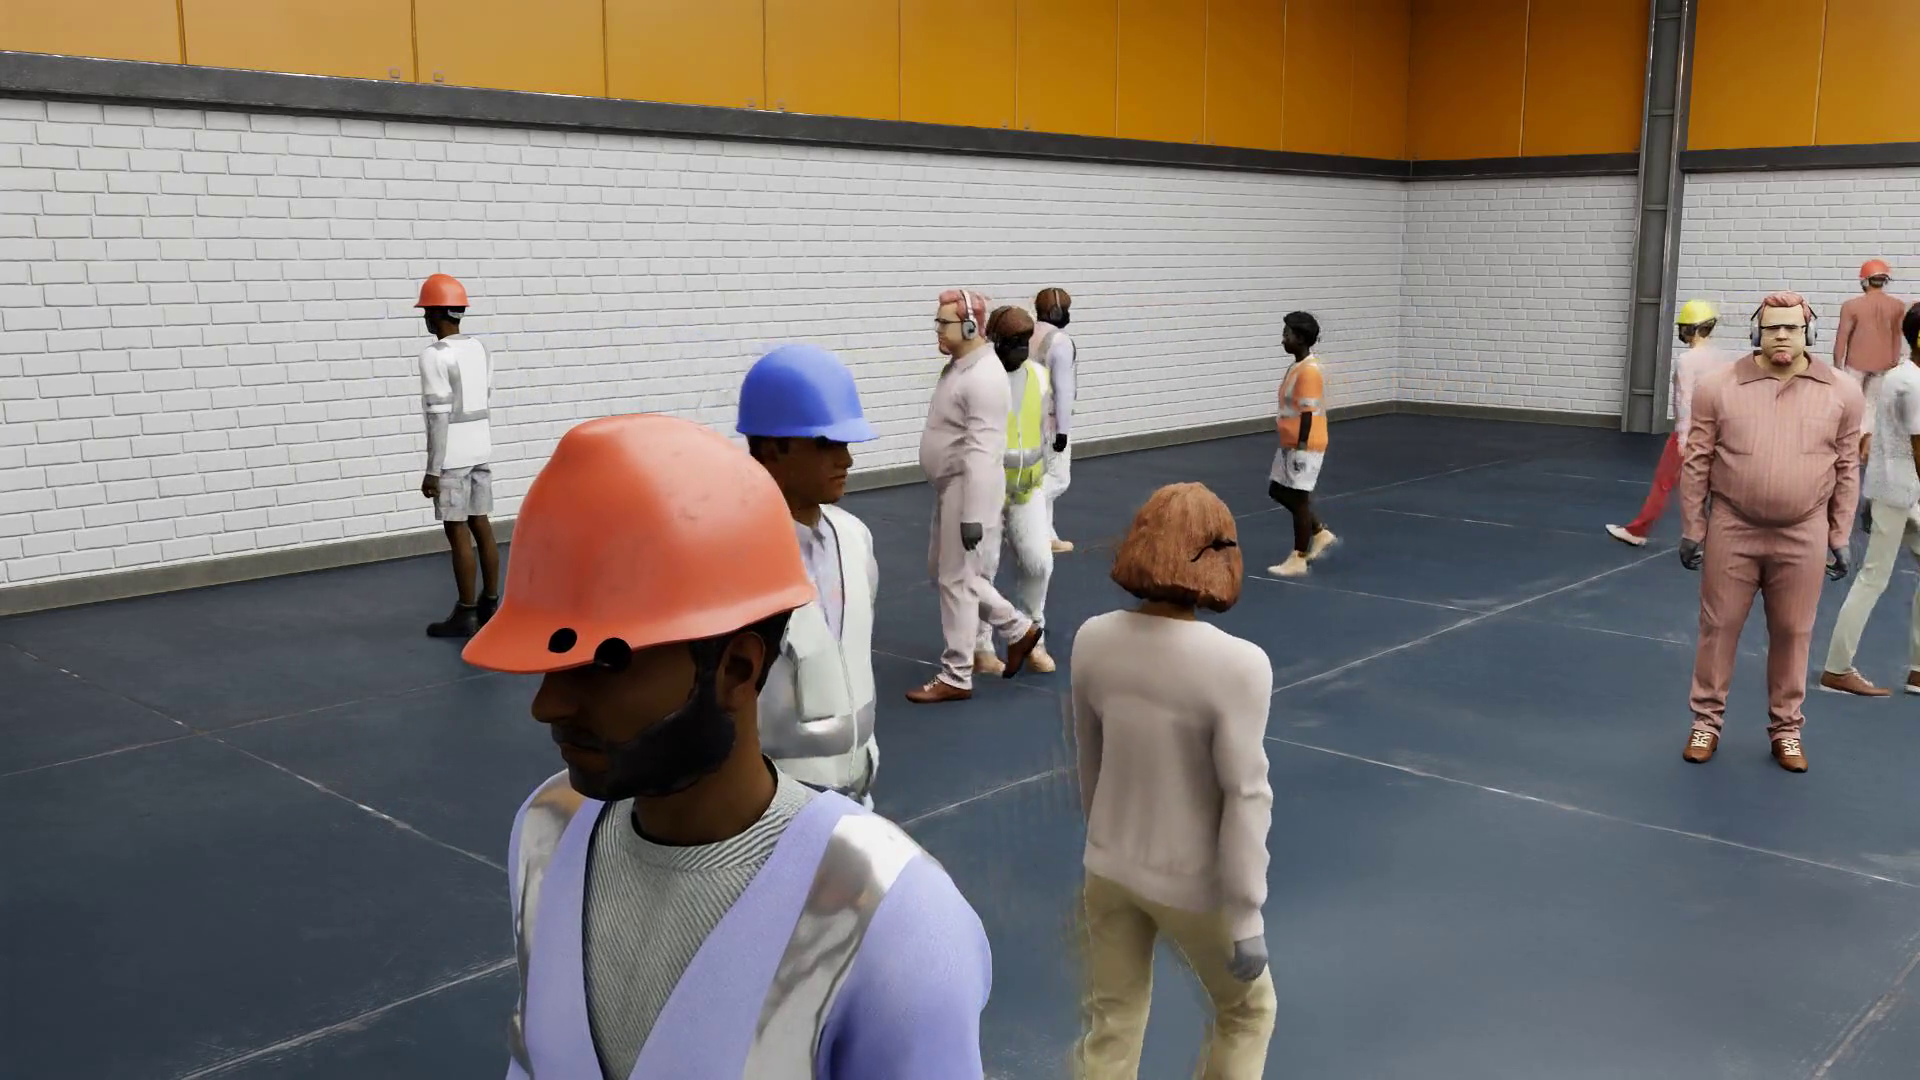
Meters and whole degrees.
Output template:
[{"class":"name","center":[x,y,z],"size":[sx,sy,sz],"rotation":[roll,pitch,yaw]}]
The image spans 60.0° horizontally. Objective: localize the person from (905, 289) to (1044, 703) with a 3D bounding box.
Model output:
[{"class":"person","center":[0.064,-0.192,7.586],"size":[0.567,1.890,0.667],"rotation":[-1,10,-8]}]

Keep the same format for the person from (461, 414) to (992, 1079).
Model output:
[{"class":"person","center":[-0.242,0.846,1.558],"size":[0.552,1.935,0.374],"rotation":[7,12,34]}]

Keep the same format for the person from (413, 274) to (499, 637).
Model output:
[{"class":"person","center":[-2.707,-0.443,8.896],"size":[0.377,1.938,0.547],"rotation":[3,10,17]}]

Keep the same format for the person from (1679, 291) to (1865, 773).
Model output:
[{"class":"person","center":[3.215,-0.030,6.634],"size":[0.651,1.907,0.409],"rotation":[4,11,20]}]

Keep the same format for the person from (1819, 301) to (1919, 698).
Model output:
[{"class":"person","center":[4.381,-0.159,7.550],"size":[0.796,1.840,0.505],"rotation":[5,11,28]}]

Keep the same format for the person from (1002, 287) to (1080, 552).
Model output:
[{"class":"person","center":[0.502,-0.774,11.124],"size":[0.630,1.827,0.639],"rotation":[-6,11,-29]}]

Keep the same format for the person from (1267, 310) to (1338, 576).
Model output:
[{"class":"person","center":[2.159,-0.601,10.499],"size":[0.395,1.683,0.549],"rotation":[0,10,0]}]

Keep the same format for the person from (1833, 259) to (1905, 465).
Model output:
[{"class":"person","center":[8.616,-1.667,15.759],"size":[0.620,1.975,0.680],"rotation":[0,10,3]}]

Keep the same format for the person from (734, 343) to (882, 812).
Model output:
[{"class":"person","center":[-0.390,0.550,3.379],"size":[1.004,1.903,0.635],"rotation":[6,12,32]}]

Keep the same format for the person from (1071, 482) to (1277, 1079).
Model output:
[{"class":"person","center":[0.474,0.679,3.398],"size":[0.585,1.610,0.531],"rotation":[-10,14,-44]}]

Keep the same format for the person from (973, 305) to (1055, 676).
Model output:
[{"class":"person","center":[0.187,-0.215,7.999],"size":[0.624,1.813,0.563],"rotation":[-5,11,-28]}]

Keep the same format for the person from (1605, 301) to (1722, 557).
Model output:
[{"class":"person","center":[4.895,-0.748,11.249],"size":[0.541,1.713,0.922],"rotation":[-7,12,-34]}]
